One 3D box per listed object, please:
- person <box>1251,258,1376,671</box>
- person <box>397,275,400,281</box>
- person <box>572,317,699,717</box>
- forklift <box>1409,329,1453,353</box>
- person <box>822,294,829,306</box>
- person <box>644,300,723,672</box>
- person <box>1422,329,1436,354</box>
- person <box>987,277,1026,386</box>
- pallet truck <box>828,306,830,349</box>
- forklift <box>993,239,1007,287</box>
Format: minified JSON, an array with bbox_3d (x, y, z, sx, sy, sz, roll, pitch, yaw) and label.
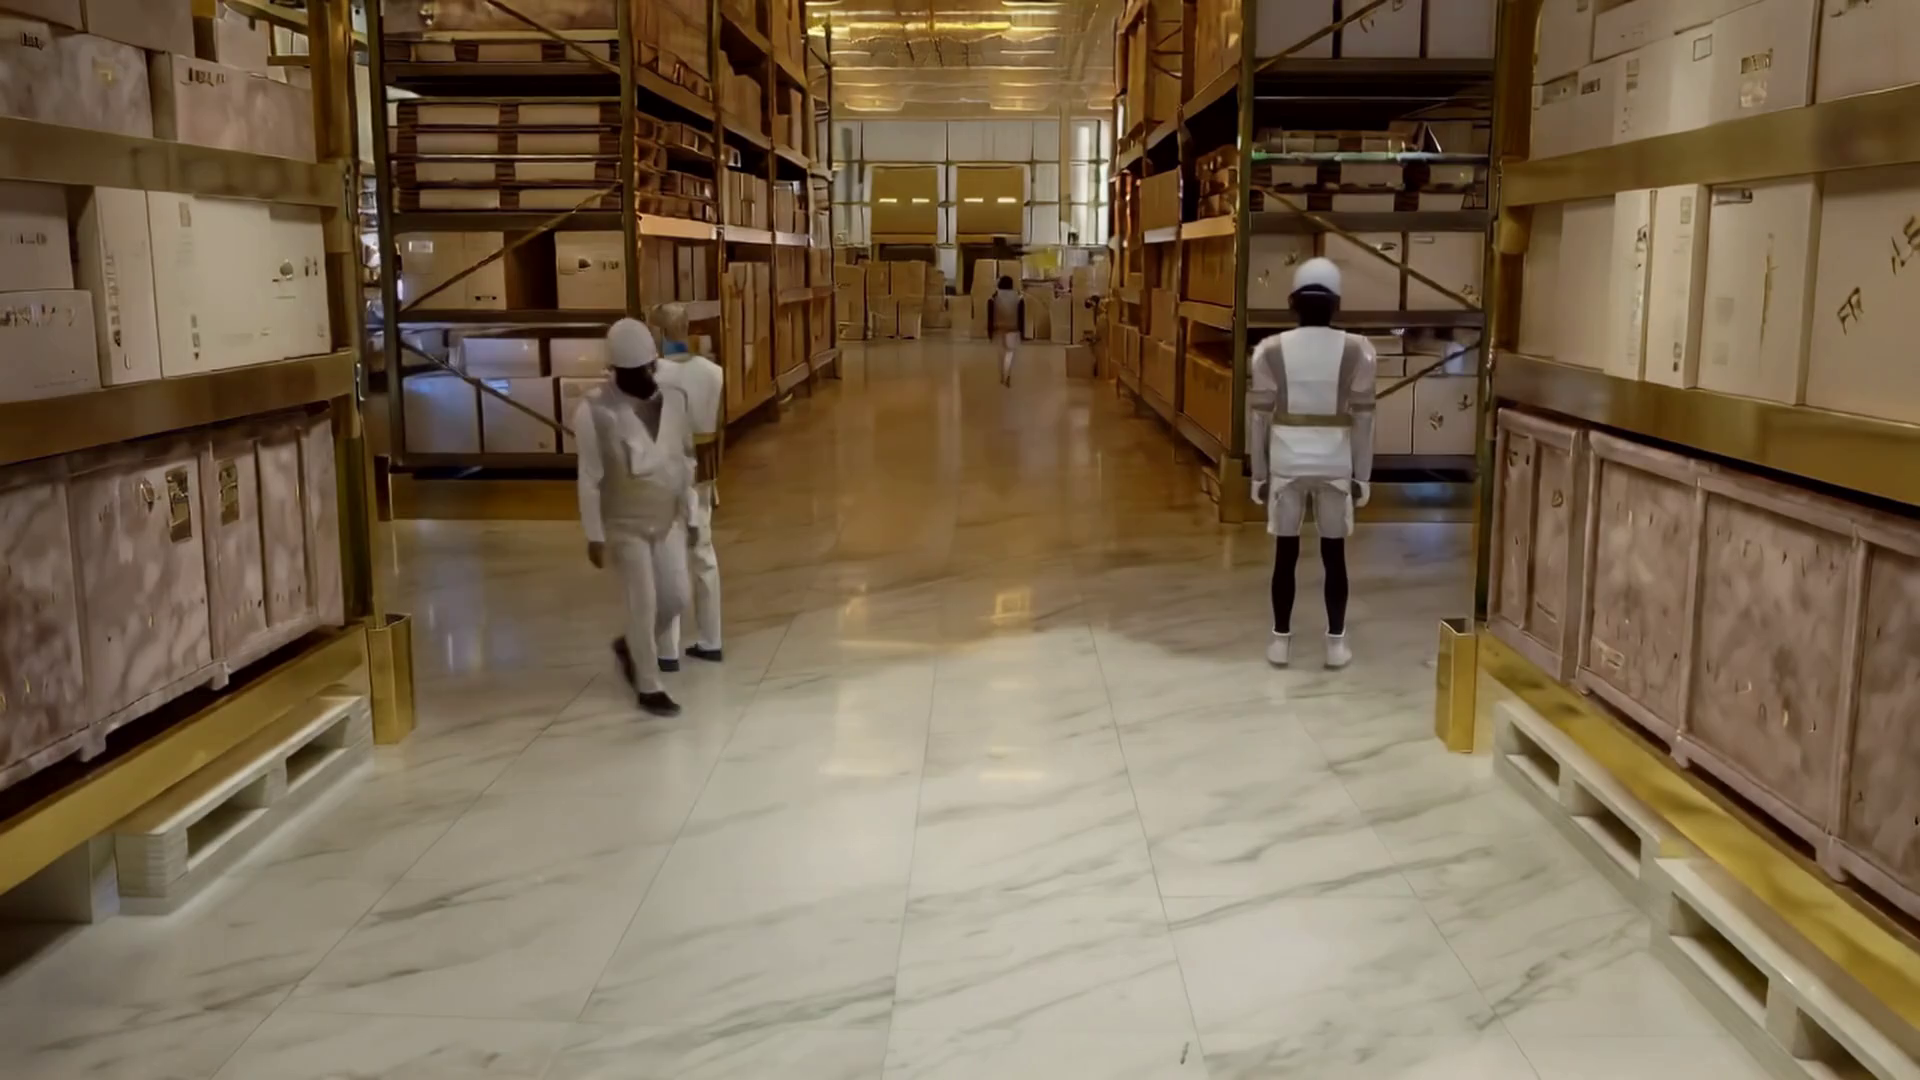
[{"bbox_3d":[1.741,-0.365,8.251,0.605,2.044,0.375,2,10,13],"label":"person"},{"bbox_3d":[-21.440,-9.396,62.749,0.598,1.910,0.420,-8,13,-41],"label":"person"},{"bbox_3d":[-1.454,-0.102,7.458,0.609,1.794,0.542,-9,13,-42],"label":"person"},{"bbox_3d":[10.912,-5.613,37.182,1.129,2.768,1.873,-3,10,-15],"label":"forklift"},{"bbox_3d":[-2.911,-4.836,35.177,0.390,1.992,0.624,9,13,44],"label":"person"},{"bbox_3d":[-1.395,-0.263,8.267,0.381,1.836,0.564,8,13,41],"label":"person"},{"bbox_3d":[10.644,-5.019,36.580,0.949,1.895,0.550,3,10,18],"label":"person"},{"bbox_3d":[0.770,-3.447,27.483,0.632,1.799,0.980,1,10,6],"label":"person"},{"bbox_3d":[-3.100,-3.940,29.800,1.885,1.965,0.823,3,10,19],"label":"pallet truck"},{"bbox_3d":[1.389,-8.923,57.013,1.873,2.768,1.129,-1,9,-3],"label":"forklift"}]
